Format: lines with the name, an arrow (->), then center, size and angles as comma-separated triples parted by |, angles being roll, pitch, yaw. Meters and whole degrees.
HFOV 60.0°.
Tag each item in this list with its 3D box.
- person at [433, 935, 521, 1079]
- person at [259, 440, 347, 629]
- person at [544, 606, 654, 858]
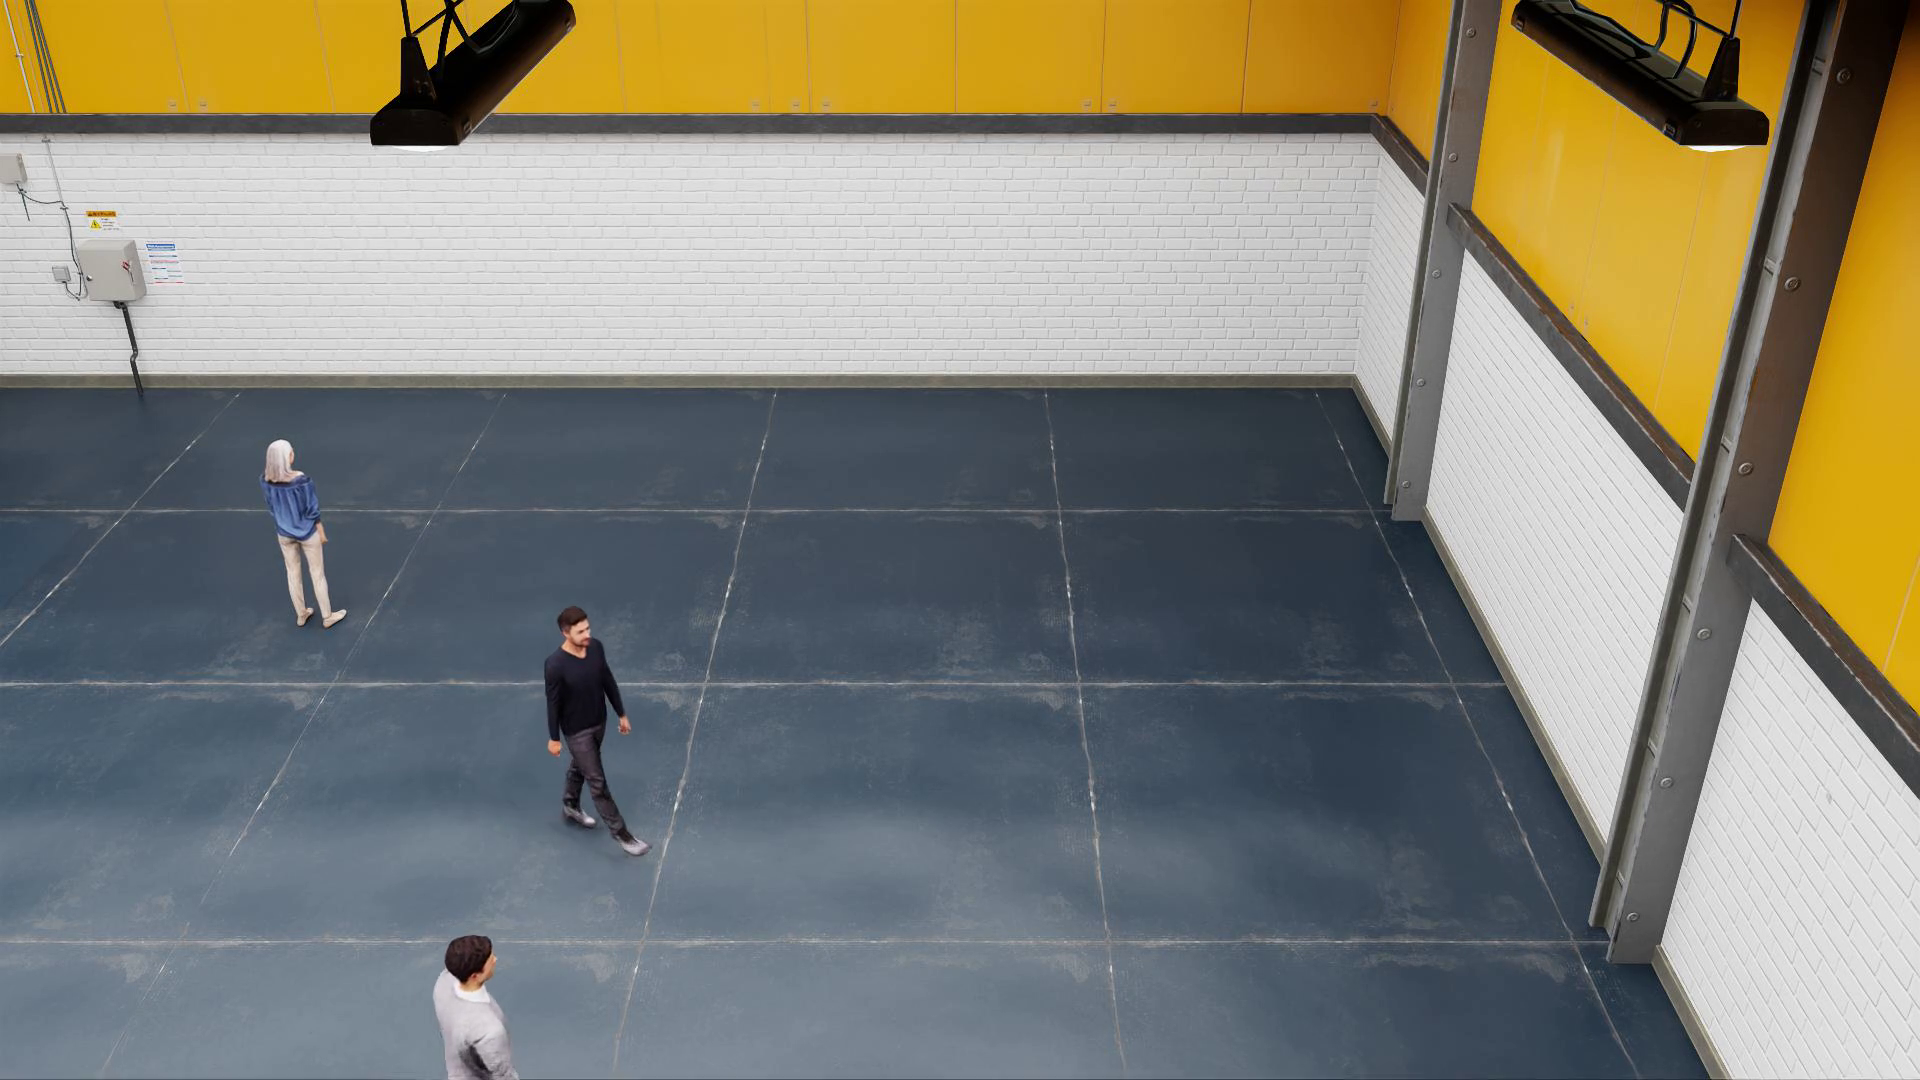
person -> -2.479, 2.779, 8.373 | 0.964, 1.913, 0.881 | -22, 35, -34
person -> -5.486, -0.051, 13.788 | 0.638, 1.697, 0.602 | 4, 29, 7
person -> -2.612, 1.247, 11.276 | 1.145, 1.823, 1.204 | 18, 33, 30
